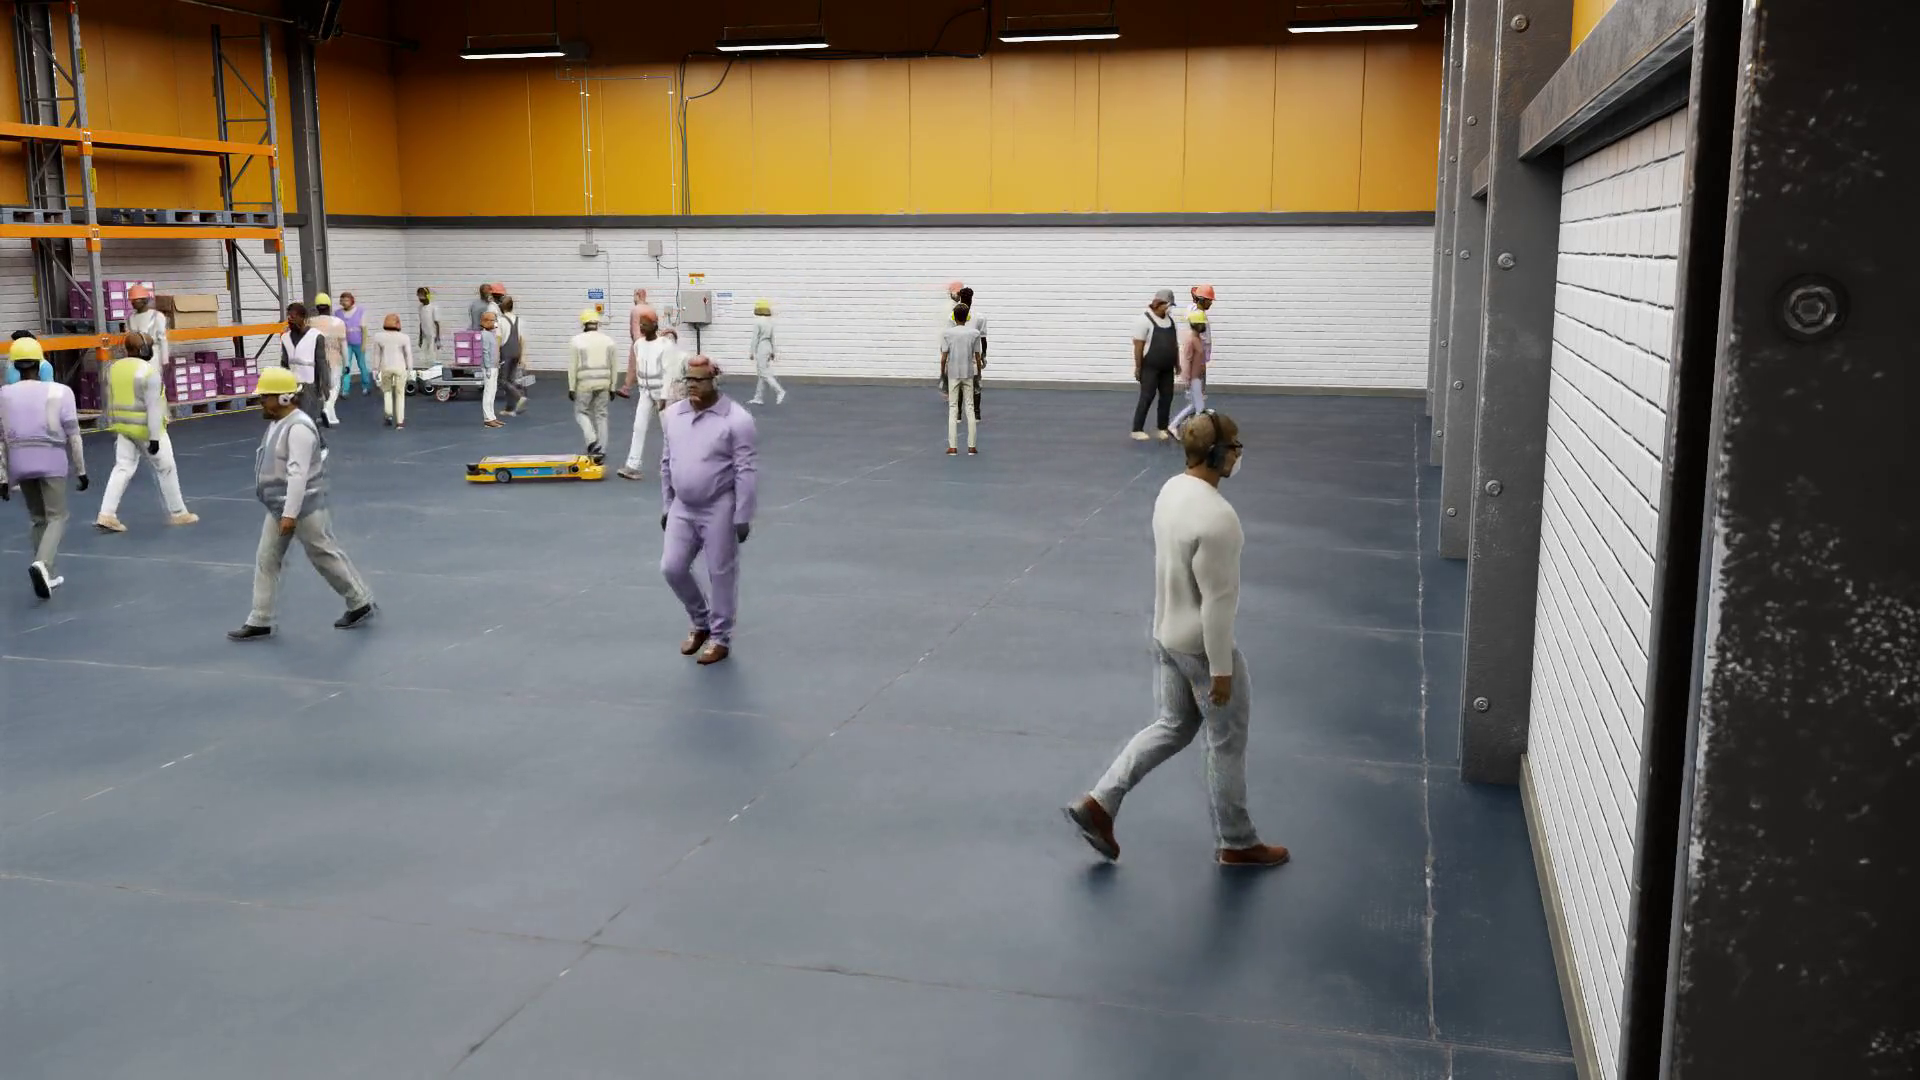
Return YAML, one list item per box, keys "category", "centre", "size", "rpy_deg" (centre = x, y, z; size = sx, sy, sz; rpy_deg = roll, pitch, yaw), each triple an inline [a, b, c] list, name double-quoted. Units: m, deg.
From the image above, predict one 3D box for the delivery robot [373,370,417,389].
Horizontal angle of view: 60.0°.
- category: "delivery robot"
  centre: [-9.690, -2.793, 28.505]
  size: [0.707, 0.478, 0.477]
  rpy_deg: [-3, 11, -19]

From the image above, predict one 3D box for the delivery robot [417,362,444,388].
- category: "delivery robot"
  centre: [-8.998, -2.836, 28.749]
  size: [0.707, 0.478, 0.477]
  rpy_deg: [-6, 11, -29]

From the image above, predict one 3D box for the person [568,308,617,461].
- category: "person"
  centre: [-4.379, -1.840, 19.780]
  size: [0.635, 1.825, 0.425]
  rpy_deg: [-8, 13, -38]

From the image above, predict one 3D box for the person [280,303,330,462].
- category: "person"
  centre: [-7.600, -1.792, 19.274]
  size: [0.629, 1.902, 0.459]
  rpy_deg: [4, 11, 23]

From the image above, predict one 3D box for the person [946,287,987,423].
- category: "person"
  centre: [0.091, -2.682, 24.147]
  size: [0.616, 1.963, 0.361]
  rpy_deg: [-1, 10, -7]

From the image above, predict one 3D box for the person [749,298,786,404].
- category: "person"
  centre: [-3.122, -3.039, 26.878]
  size: [0.757, 1.722, 0.493]
  rpy_deg: [5, 11, 28]

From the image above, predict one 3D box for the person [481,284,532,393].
- category: "person"
  centre: [-7.961, -3.503, 28.981]
  size: [0.927, 1.893, 0.560]
  rpy_deg: [0, 10, 1]

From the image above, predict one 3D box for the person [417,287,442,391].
- category: "person"
  centre: [-9.379, -3.552, 29.411]
  size: [0.619, 1.846, 0.434]
  rpy_deg: [7, 12, 36]

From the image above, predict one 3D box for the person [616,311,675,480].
- category: "person"
  centre: [-3.407, -1.564, 18.187]
  size: [0.581, 1.839, 0.946]
  rpy_deg: [5, 11, 27]

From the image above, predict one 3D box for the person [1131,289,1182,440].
- category: "person"
  centre: [2.620, -2.343, 22.020]
  size: [0.722, 2.000, 0.537]
  rpy_deg: [-7, 12, -35]

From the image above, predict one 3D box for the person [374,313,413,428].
- category: "person"
  centre: [-7.954, -2.374, 23.387]
  size: [0.521, 1.617, 0.355]
  rpy_deg: [-1, 10, -8]

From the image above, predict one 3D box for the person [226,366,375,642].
- category: "person"
  centre: [-4.327, -0.247, 10.889]
  size: [0.927, 1.791, 0.588]
  rpy_deg: [-9, 13, -42]

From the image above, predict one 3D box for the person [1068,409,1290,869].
- category: "person"
  centre: [0.918, 0.422, 6.741]
  size: [0.862, 1.918, 0.645]
  rpy_deg: [-3, 10, -14]

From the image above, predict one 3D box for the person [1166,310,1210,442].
- category: "person"
  centre: [3.012, -2.089, 21.430]
  size: [0.752, 1.745, 0.538]
  rpy_deg: [5, 11, 26]

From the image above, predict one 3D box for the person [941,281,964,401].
- category: "person"
  centre: [-0.083, -3.247, 27.294]
  size: [0.441, 1.976, 0.640]
  rpy_deg: [2, 10, 13]

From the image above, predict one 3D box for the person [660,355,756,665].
- category: "person"
  centre: [-1.565, -0.182, 10.180]
  size: [0.669, 1.894, 0.432]
  rpy_deg: [4, 11, 22]

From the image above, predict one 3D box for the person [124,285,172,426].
- category: "person"
  centre: [-11.244, -2.504, 22.969]
  size: [0.629, 2.023, 0.451]
  rpy_deg: [2, 10, 12]

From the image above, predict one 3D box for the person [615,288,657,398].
- category: "person"
  centre: [-5.352, -3.288, 27.900]
  size: [1.010, 1.849, 0.672]
  rpy_deg: [5, 11, 25]

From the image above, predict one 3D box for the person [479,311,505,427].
- category: "person"
  centre: [-6.664, -2.427, 23.645]
  size: [0.278, 1.633, 0.507]
  rpy_deg: [0, 10, -3]

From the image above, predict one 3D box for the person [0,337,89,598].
- category: "person"
  centre: [-6.745, -0.527, 12.137]
  size: [0.590, 1.898, 0.813]
  rpy_deg: [-1, 10, -8]

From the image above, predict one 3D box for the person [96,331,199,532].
- category: "person"
  centre: [-7.419, -0.977, 14.985]
  size: [0.628, 1.805, 0.948]
  rpy_deg: [4, 11, 22]

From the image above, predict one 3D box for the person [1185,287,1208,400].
- category: "person"
  centre: [3.950, -3.291, 27.838]
  size: [0.356, 1.883, 0.574]
  rpy_deg: [-2, 10, -9]

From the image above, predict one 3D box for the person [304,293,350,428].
- category: "person"
  centre: [-8.986, -2.546, 23.553]
  size: [0.593, 1.901, 0.855]
  rpy_deg: [0, 10, -2]

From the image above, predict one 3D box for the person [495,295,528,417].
- category: "person"
  centre: [-6.700, -2.730, 24.812]
  size: [0.585, 1.826, 0.527]
  rpy_deg: [7, 12, 33]

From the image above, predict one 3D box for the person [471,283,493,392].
- category: "person"
  centre: [-8.345, -3.530, 29.105]
  size: [0.463, 1.917, 0.641]
  rpy_deg: [3, 10, 14]

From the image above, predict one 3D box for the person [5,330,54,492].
- category: "person"
  centre: [-9.670, -1.337, 17.298]
  size: [0.533, 1.697, 0.318]
  rpy_deg: [1, 10, 5]

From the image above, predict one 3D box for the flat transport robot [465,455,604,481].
- category: "flat transport robot"
  centre: [-4.661, -0.798, 18.278]
  size: [1.431, 0.197, 0.652]
  rpy_deg: [-2, 10, -9]

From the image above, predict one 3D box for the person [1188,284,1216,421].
- category: "person"
  centre: [3.292, -2.461, 22.702]
  size: [0.383, 2.036, 0.605]
  rpy_deg: [0, 10, 3]

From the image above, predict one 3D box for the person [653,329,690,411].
- category: "person"
  centre: [-3.388, -1.682, 19.535]
  size: [0.528, 1.595, 0.847]
  rpy_deg: [-5, 11, -27]

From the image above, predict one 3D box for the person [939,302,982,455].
- category: "person"
  centre: [0.007, -1.972, 20.404]
  size: [0.535, 1.869, 0.312]
  rpy_deg: [-1, 10, -6]

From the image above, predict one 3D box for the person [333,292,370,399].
- category: "person"
  centre: [-10.300, -3.305, 28.205]
  size: [0.560, 1.790, 0.983]
  rpy_deg: [0, 10, -1]
